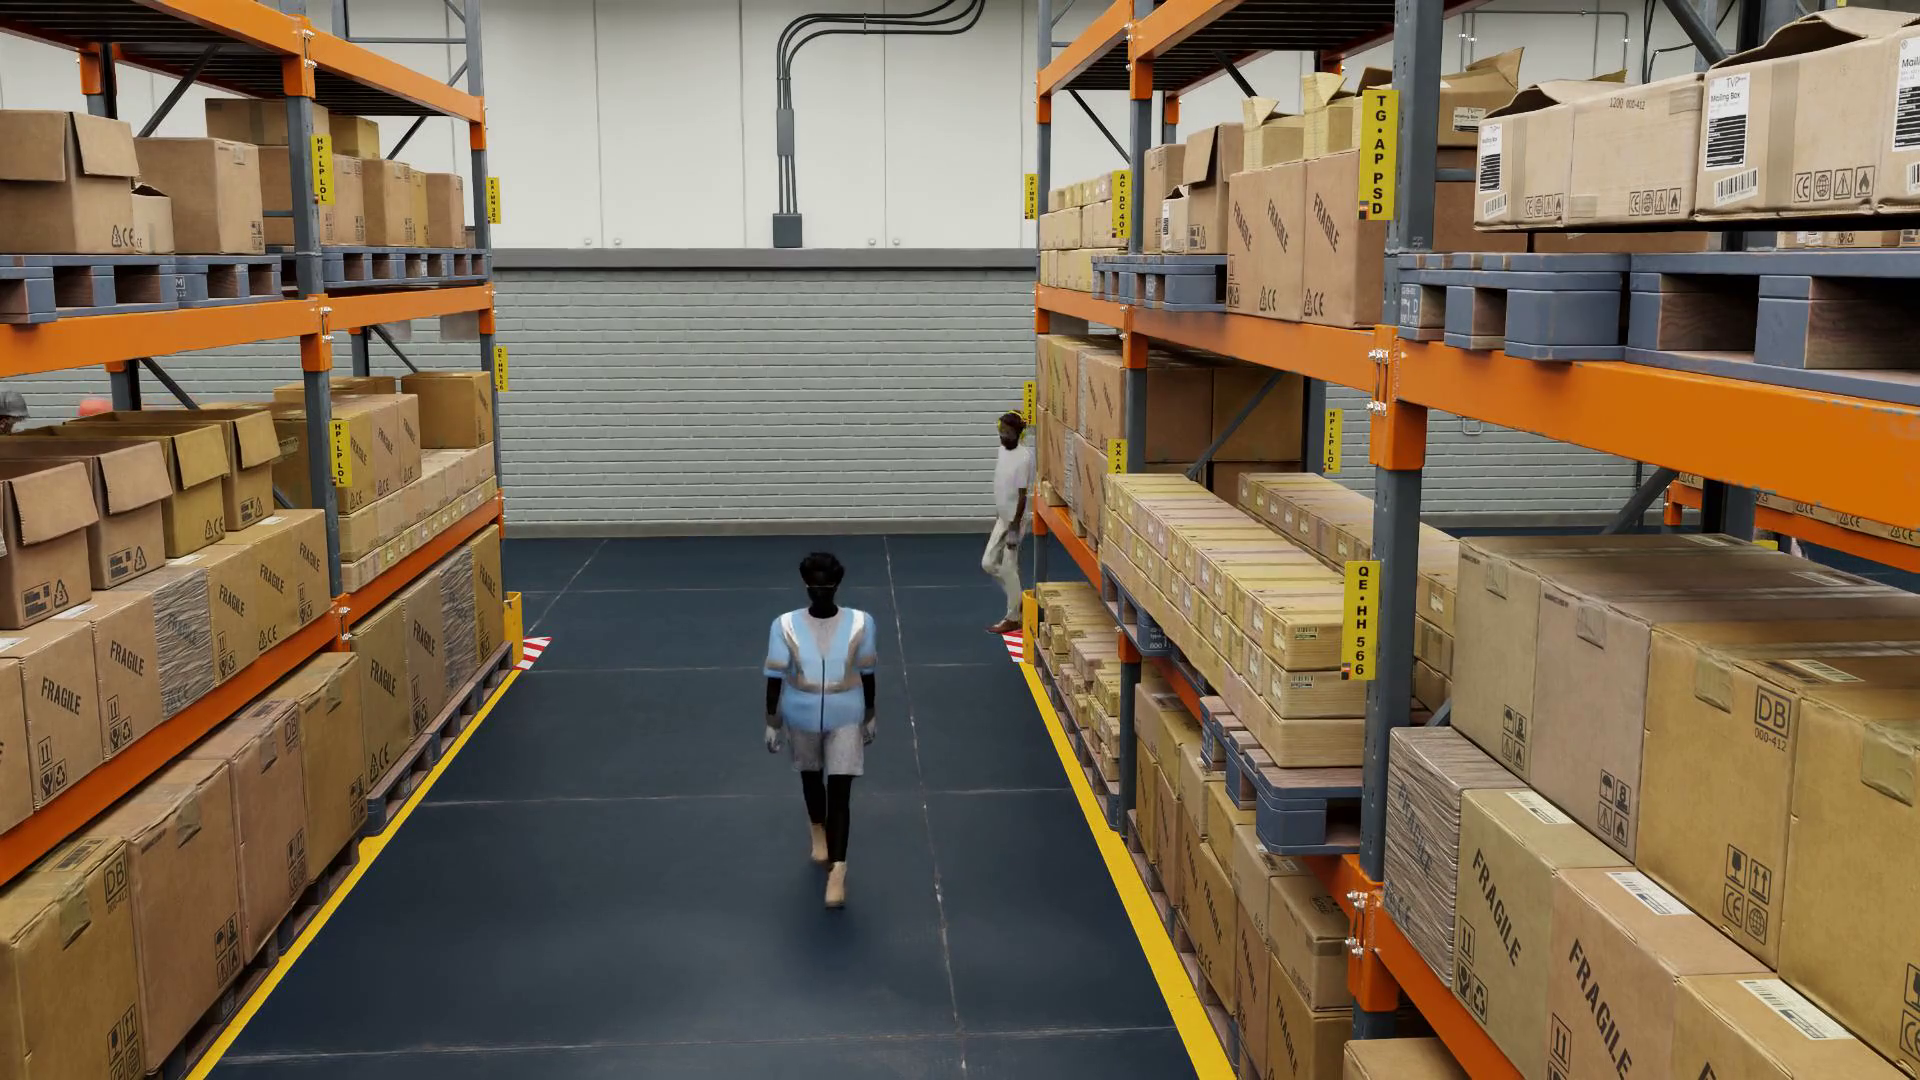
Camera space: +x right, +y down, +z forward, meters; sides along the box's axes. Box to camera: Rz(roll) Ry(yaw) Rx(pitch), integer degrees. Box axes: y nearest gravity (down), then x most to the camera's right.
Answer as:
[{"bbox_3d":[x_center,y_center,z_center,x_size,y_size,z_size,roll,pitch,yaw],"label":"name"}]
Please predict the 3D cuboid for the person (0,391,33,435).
[{"bbox_3d":[-7.339,-0.182,13.015,0.876,2.000,0.702,2,10,14],"label":"person"}]

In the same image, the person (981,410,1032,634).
[{"bbox_3d":[0.381,-0.134,13.318,0.378,1.839,0.571,-4,10,-21],"label":"person"}]

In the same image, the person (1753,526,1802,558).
[{"bbox_3d":[6.772,-0.321,14.089,1.000,1.942,0.658,6,12,34],"label":"person"}]

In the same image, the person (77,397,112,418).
[{"bbox_3d":[-6.889,-0.237,13.728,0.726,1.910,0.579,-1,10,-3],"label":"person"}]

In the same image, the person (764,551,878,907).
[{"bbox_3d":[-0.666,0.860,8.038,0.542,1.649,0.889,0,10,-1],"label":"person"}]
